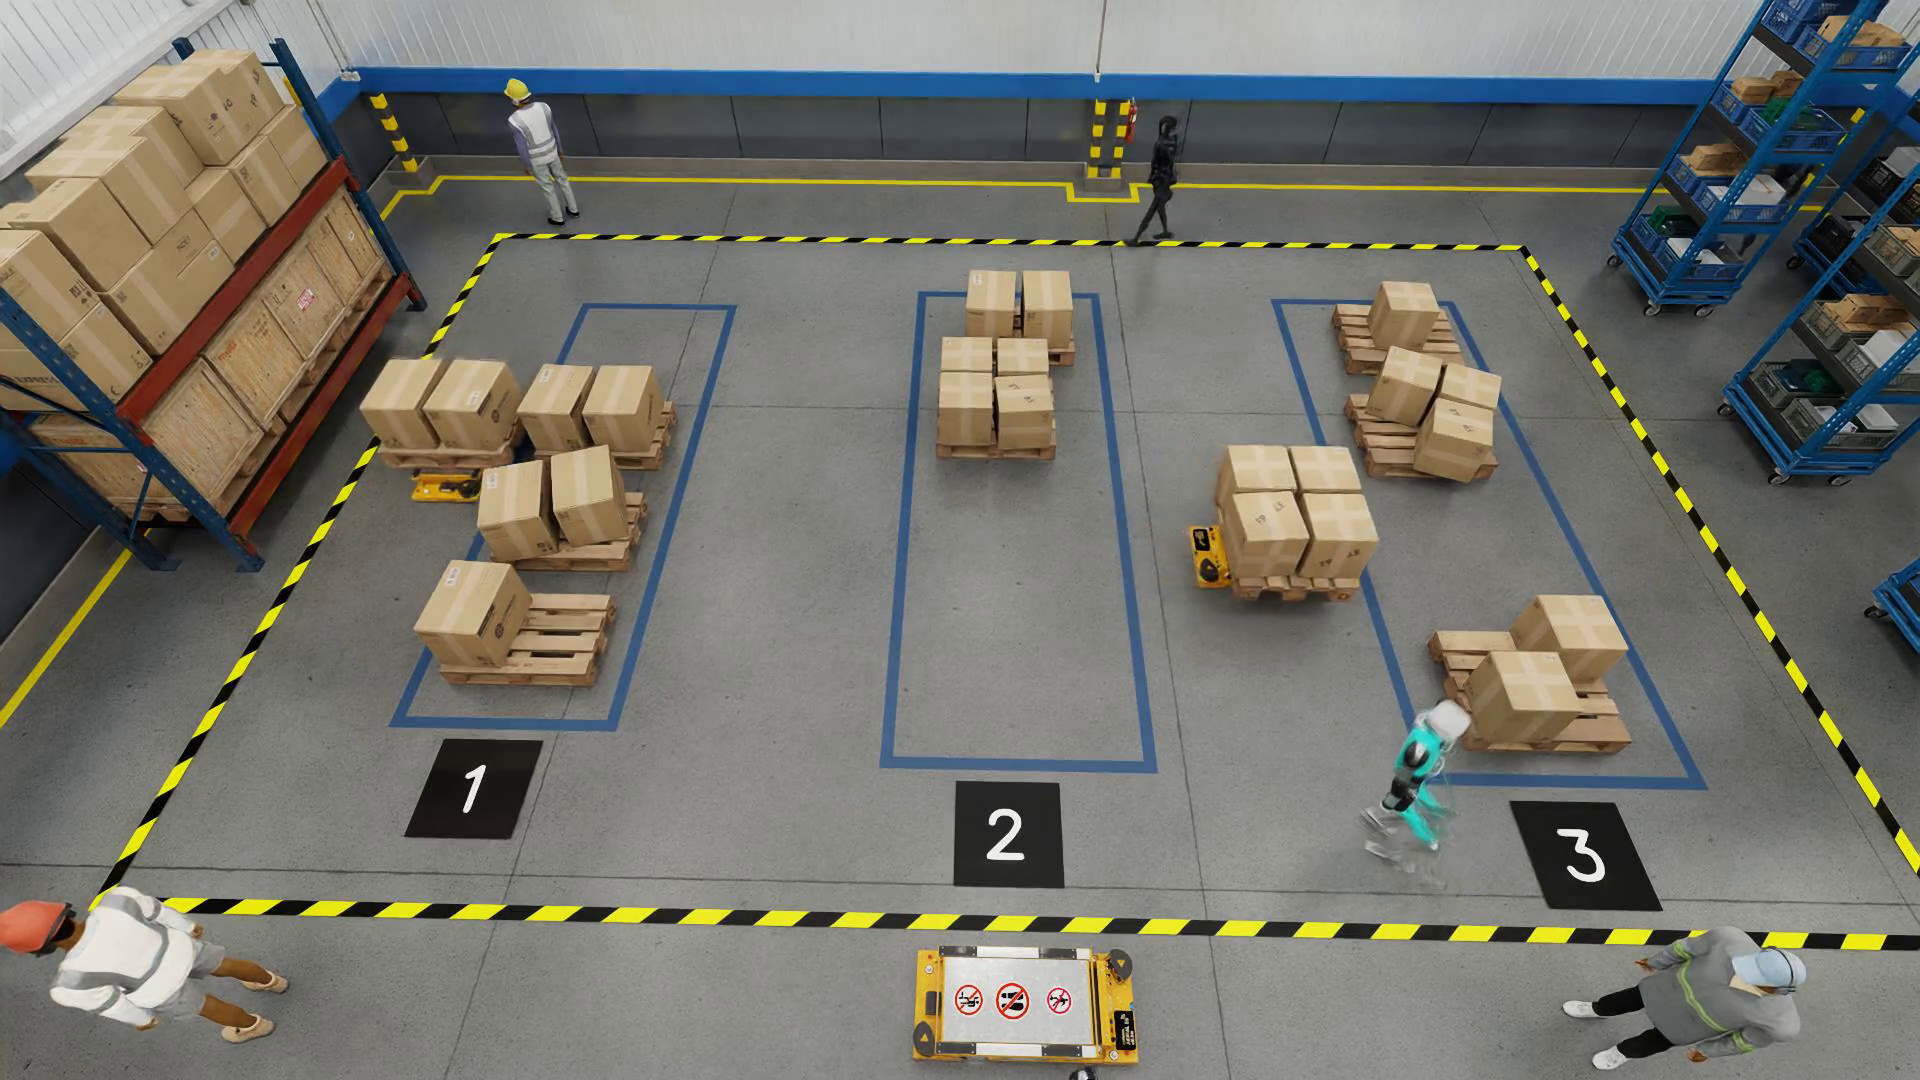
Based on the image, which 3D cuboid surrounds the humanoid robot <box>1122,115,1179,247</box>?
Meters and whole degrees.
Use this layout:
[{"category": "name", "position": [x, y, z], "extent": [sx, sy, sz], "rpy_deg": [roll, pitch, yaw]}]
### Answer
[{"category": "humanoid robot", "position": [2.386, -4.355, 11.142], "extent": [0.736, 1.628, 0.610], "rpy_deg": [-7, 51, -6]}]

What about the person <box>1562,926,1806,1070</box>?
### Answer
[{"category": "person", "position": [4.171, 2.677, 5.285], "extent": [0.397, 1.847, 0.587], "rpy_deg": [-7, 51, -5]}]

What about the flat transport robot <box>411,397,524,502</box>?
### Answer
[{"category": "flat transport robot", "position": [-4.965, -0.978, 9.265], "extent": [0.652, 0.197, 1.431], "rpy_deg": [1, 51, 1]}]

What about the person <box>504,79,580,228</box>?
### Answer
[{"category": "person", "position": [-5.199, -4.788, 11.376], "extent": [0.404, 1.836, 0.599], "rpy_deg": [27, 56, 20]}]

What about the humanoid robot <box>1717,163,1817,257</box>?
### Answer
[{"category": "humanoid robot", "position": [9.665, -4.149, 10.992], "extent": [0.609, 1.622, 0.794], "rpy_deg": [11, 52, 9]}]

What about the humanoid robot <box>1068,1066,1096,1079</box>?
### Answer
[{"category": "humanoid robot", "position": [0.917, 3.162, 4.964], "extent": [0.765, 1.787, 0.531], "rpy_deg": [-16, 53, -13]}]

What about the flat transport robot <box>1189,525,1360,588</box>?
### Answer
[{"category": "flat transport robot", "position": [2.866, 0.125, 8.366], "extent": [1.431, 0.197, 0.652], "rpy_deg": [1, 51, 1]}]

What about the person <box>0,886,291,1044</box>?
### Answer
[{"category": "person", "position": [-4.655, 2.497, 5.313], "extent": [0.381, 2.035, 0.604], "rpy_deg": [-1, 51, -1]}]

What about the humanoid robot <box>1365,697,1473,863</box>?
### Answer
[{"category": "humanoid robot", "position": [3.143, 1.687, 6.084], "extent": [0.735, 1.687, 0.535], "rpy_deg": [35, 59, 25]}]

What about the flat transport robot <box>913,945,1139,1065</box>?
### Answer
[{"category": "flat transport robot", "position": [0.422, 3.041, 6.007], "extent": [1.431, 0.231, 0.659], "rpy_deg": [1, 51, 1]}]
